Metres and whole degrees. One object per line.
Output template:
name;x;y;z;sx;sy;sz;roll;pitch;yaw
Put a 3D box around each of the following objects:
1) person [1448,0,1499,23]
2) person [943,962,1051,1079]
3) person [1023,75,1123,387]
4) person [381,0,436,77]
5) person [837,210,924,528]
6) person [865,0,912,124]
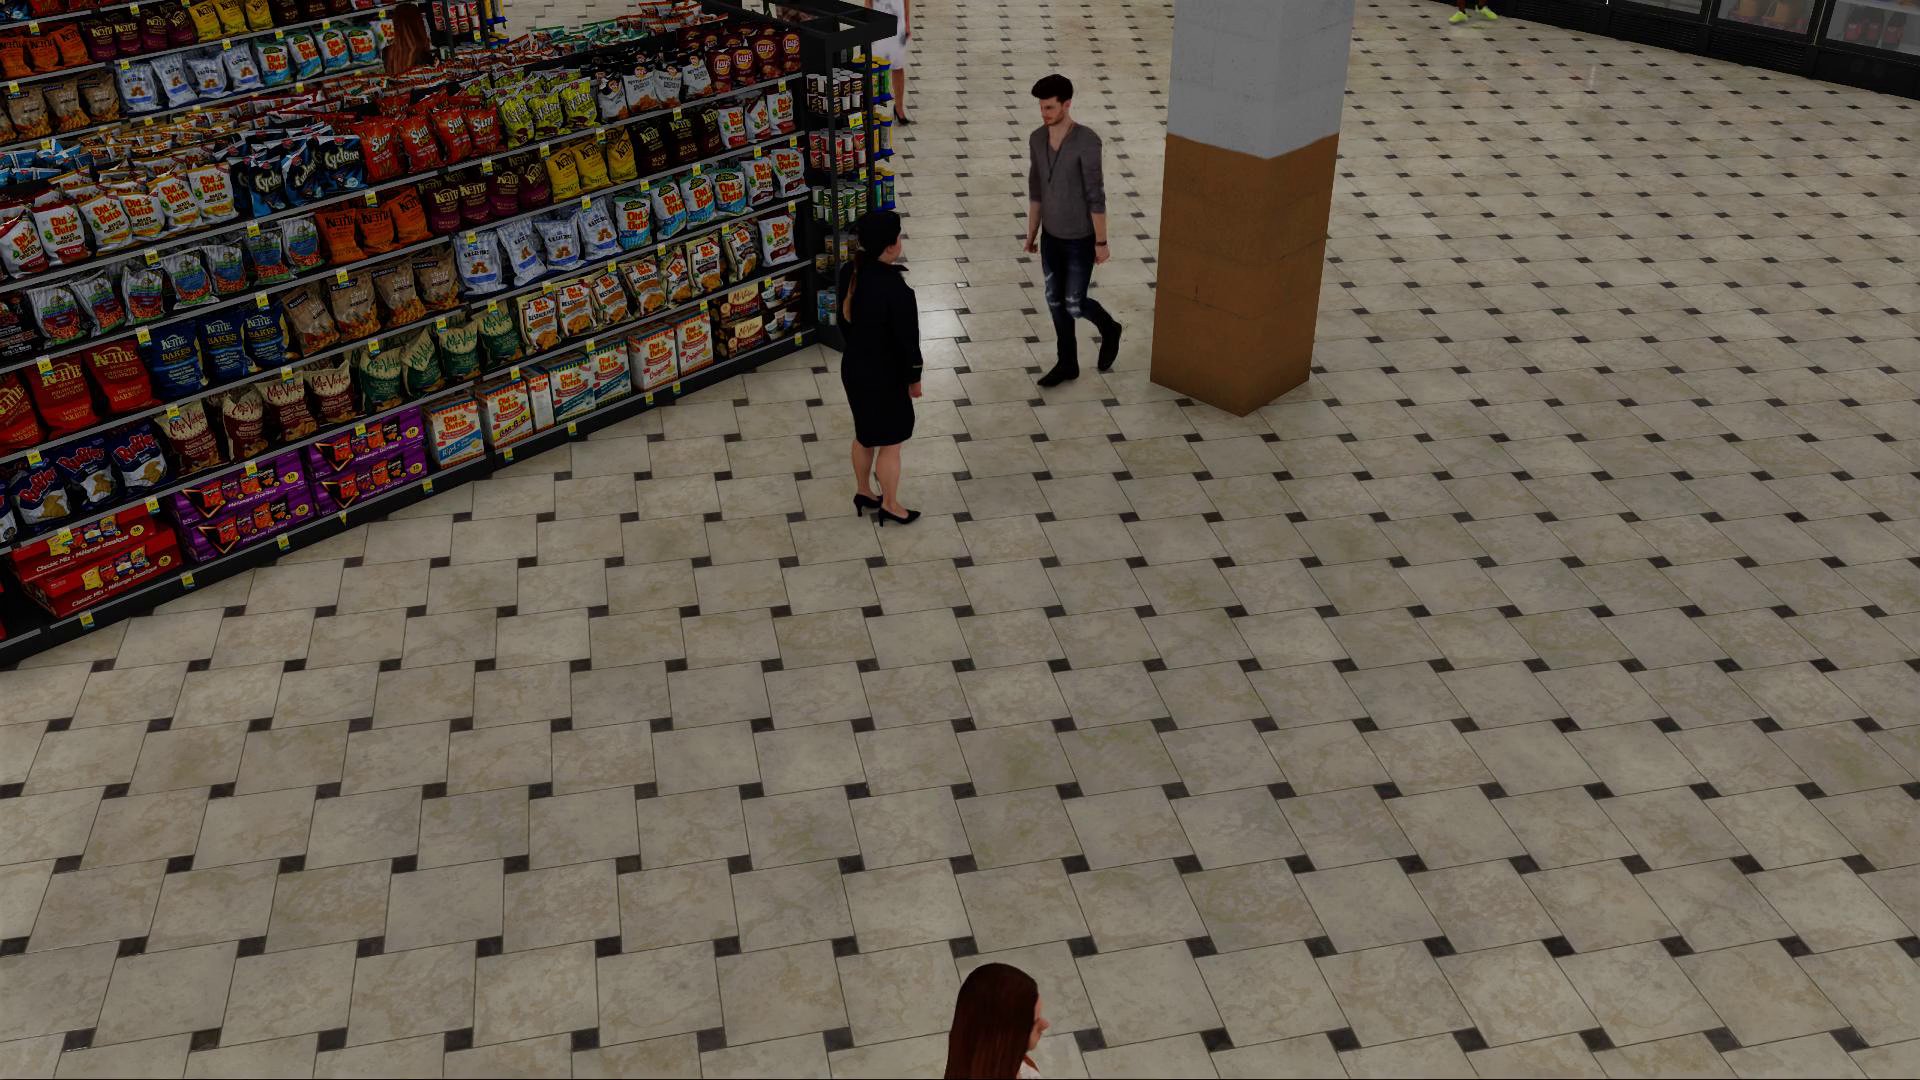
person;5.193;-6.080;16.758;0.882;1.725;0.863;5;32;9
person;0.050;1.723;4.223;0.766;1.719;0.691;3;32;5
person;0.701;-1.808;9.749;0.740;1.877;0.844;26;40;35
person;-3.831;-2.817;11.554;0.801;1.684;1.028;16;35;24
person;-0.412;-0.843;8.393;0.625;1.671;0.699;-25;40;-34
person;-0.624;-4.316;13.911;0.624;1.738;0.720;-13;34;-20
